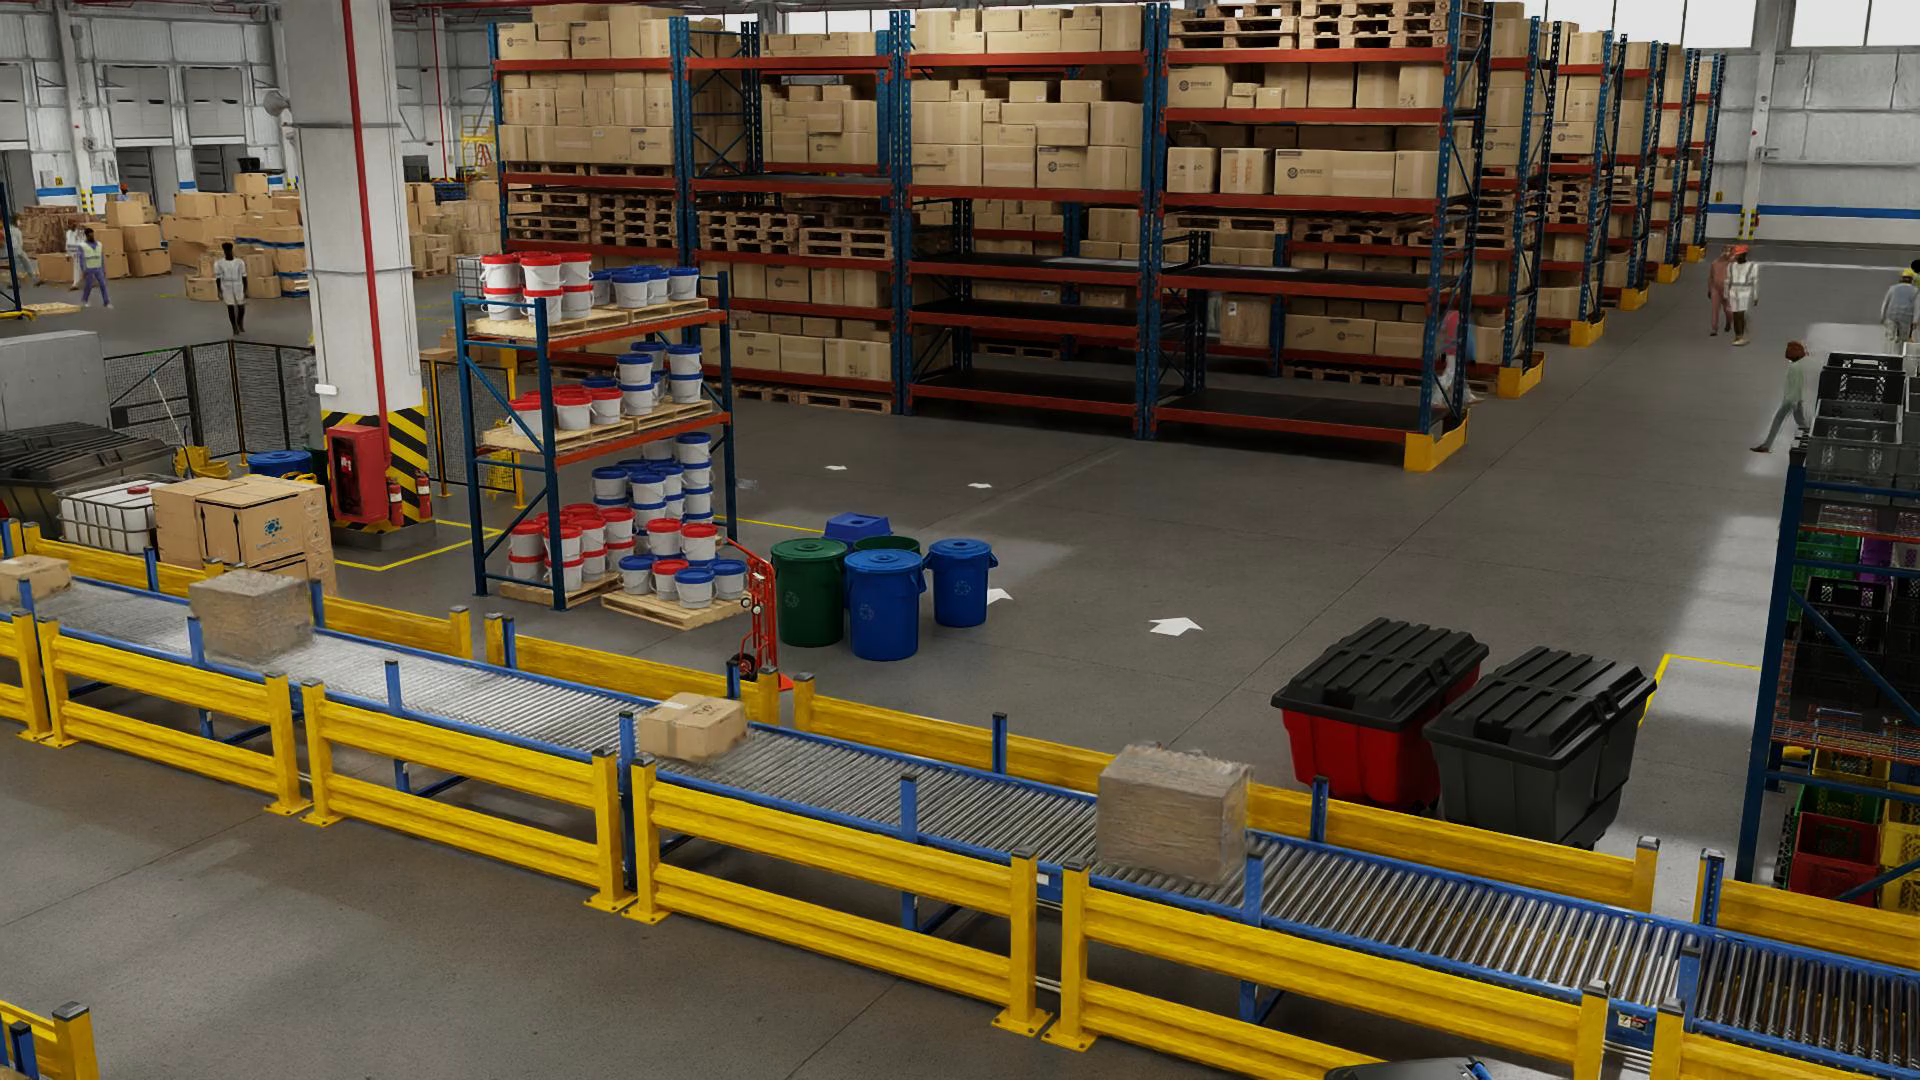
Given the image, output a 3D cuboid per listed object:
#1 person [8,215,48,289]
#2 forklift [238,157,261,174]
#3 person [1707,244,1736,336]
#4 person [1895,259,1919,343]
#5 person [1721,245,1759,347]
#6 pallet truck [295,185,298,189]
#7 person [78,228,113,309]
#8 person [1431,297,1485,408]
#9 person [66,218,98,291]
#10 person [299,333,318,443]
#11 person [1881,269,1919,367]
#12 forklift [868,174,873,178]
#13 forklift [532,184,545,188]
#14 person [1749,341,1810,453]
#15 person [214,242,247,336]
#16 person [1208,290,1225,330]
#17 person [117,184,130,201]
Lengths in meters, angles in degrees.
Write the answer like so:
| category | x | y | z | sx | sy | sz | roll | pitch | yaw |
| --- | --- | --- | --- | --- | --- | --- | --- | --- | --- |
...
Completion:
| category | x | y | z | sx | sy | sz | roll | pitch | yaw |
| --- | --- | --- | --- | --- | --- | --- | --- | --- | --- |
| person | -24.198 | -7.425 | 42.909 | 0.966 | 1.888 | 0.646 | -3 | 15 | -11 |
| forklift | -24.311 | -11.728 | 57.189 | 1.873 | 2.768 | 1.129 | 1 | 15 | 3 |
| person | 15.884 | -5.200 | 34.555 | 0.650 | 1.887 | 0.709 | 11 | 18 | 35 |
| person | 19.030 | -4.762 | 33.267 | 0.317 | 1.695 | 0.540 | -3 | 15 | -9 |
| person | 15.386 | -4.822 | 32.897 | 0.679 | 2.010 | 0.653 | -11 | 19 | -37 |
| pallet truck | -26.804 | -14.617 | 69.738 | 1.885 | 1.965 | 0.823 | -14 | 20 | -42 |
| person | -20.360 | -6.371 | 38.995 | 0.946 | 1.875 | 0.624 | 9 | 18 | 31 |
| person | 7.886 | -2.934 | 26.230 | 0.978 | 1.783 | 0.636 | -2 | 15 | -9 |
| person | -22.601 | -7.336 | 42.661 | 0.585 | 1.846 | 0.931 | 7 | 16 | 23 |
| person | -8.628 | -1.964 | 22.603 | 0.959 | 1.769 | 0.602 | 6 | 16 | 21 |
| person | 17.211 | -4.054 | 30.461 | 0.623 | 1.774 | 0.870 | 10 | 18 | 34 |
| forklift | -3.133 | -13.788 | 64.933 | 1.129 | 2.768 | 1.873 | 2 | 15 | 9 |
| forklift | -16.254 | -13.594 | 64.203 | 1.873 | 2.768 | 1.129 | 1 | 15 | 2 |
| person | 11.462 | -1.939 | 22.871 | 0.864 | 1.587 | 0.516 | 10 | 18 | 34 |
| person | -15.050 | -5.192 | 34.390 | 0.612 | 1.947 | 0.452 | -9 | 17 | -29 |
| person | 5.217 | -4.964 | 34.148 | 0.507 | 1.632 | 0.268 | -8 | 17 | -26 |
| person | -28.841 | -11.341 | 57.538 | 0.373 | 1.939 | 0.545 | 2 | 15 | 8 |
